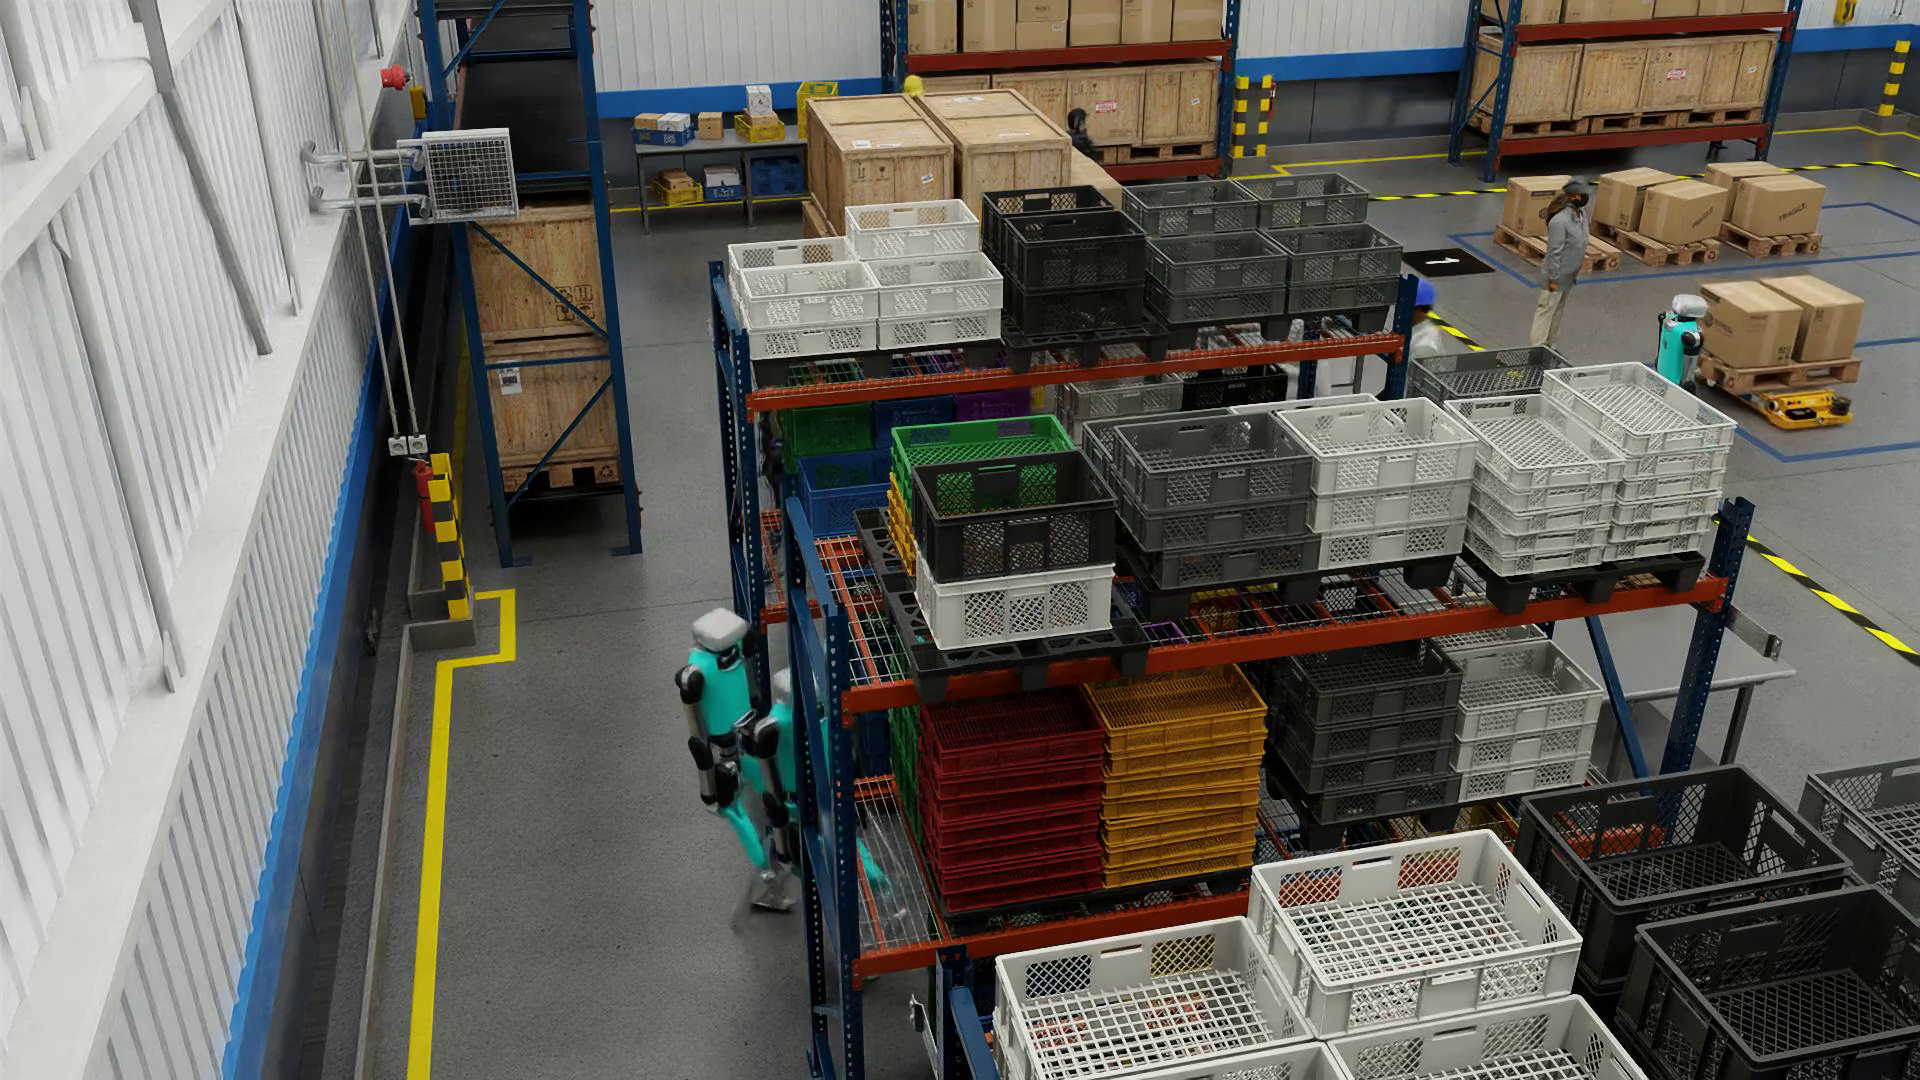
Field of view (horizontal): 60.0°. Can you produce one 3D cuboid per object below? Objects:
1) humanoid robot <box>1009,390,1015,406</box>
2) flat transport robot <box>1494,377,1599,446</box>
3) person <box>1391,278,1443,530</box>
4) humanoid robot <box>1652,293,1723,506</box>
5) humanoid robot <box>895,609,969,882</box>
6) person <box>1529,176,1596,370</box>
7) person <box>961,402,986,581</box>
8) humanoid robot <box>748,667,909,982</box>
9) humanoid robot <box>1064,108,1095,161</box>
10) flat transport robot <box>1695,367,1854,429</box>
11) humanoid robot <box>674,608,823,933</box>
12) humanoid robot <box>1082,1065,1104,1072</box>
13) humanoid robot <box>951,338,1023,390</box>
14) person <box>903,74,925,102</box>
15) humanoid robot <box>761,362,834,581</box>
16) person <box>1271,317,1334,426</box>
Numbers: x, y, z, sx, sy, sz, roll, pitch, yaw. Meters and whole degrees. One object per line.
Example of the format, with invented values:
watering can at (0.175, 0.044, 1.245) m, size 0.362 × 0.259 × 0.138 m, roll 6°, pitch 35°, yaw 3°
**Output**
humanoid robot at (0.292, -0.550, 11.586) m, size 0.597 × 1.634 × 0.593 m, roll -15°, pitch 31°, yaw -27°
flat transport robot at (4.780, -1.036, 14.013) m, size 0.659 × 0.231 × 1.431 m, roll -6°, pitch 28°, yaw -12°
person at (3.288, -0.974, 12.122) m, size 0.445 × 1.935 × 0.632 m, roll 3°, pitch 28°, yaw 7°
humanoid robot at (5.414, -0.994, 12.216) m, size 0.735 × 1.674 × 0.533 m, roll -1°, pitch 28°, yaw -2°
humanoid robot at (0.032, 1.003, 8.519) m, size 0.712 × 1.737 × 0.531 m, roll -11°, pitch 30°, yaw -20°
person at (5.410, -2.414, 15.016) m, size 0.396 × 1.769 × 0.564 m, roll 21°, pitch 34°, yaw 34°
person at (0.030, 0.010, 10.196) m, size 0.367 × 1.997 × 0.755 m, roll 16°, pitch 32°, yaw 27°
humanoid robot at (-0.541, 1.467, 7.744) m, size 0.571 × 1.821 × 0.763 m, roll -23°, pitch 36°, yaw -37°
humanoid robot at (1.287, -3.802, 17.756) m, size 0.459 × 1.647 × 0.591 m, roll -21°, pitch 34°, yaw -34°
flat transport robot at (7.086, -1.365, 14.606) m, size 0.652 × 0.197 × 1.431 m, roll -6°, pitch 28°, yaw -12°
humanoid robot at (-0.965, 1.209, 8.213) m, size 0.725 × 1.815 × 0.535 m, roll 15°, pitch 31°, yaw 25°
humanoid robot at (0.395, 2.403, 5.968) m, size 0.330 × 1.652 × 0.586 m, roll 8°, pitch 29°, yaw 15°
humanoid robot at (0.118, -0.481, 11.309) m, size 0.530 × 1.716 × 0.733 m, roll 9°, pitch 29°, yaw 17°
person at (-0.496, -4.266, 18.475) m, size 0.635 × 1.818 × 0.427 m, roll -20°, pitch 34°, yaw -33°
humanoid robot at (-1.157, -0.531, 11.603) m, size 0.595 × 1.633 × 0.780 m, roll 12°, pitch 30°, yaw 21°
person at (2.620, -1.174, 12.566) m, size 0.724 × 1.856 × 0.632 m, roll -5°, pitch 28°, yaw -10°
